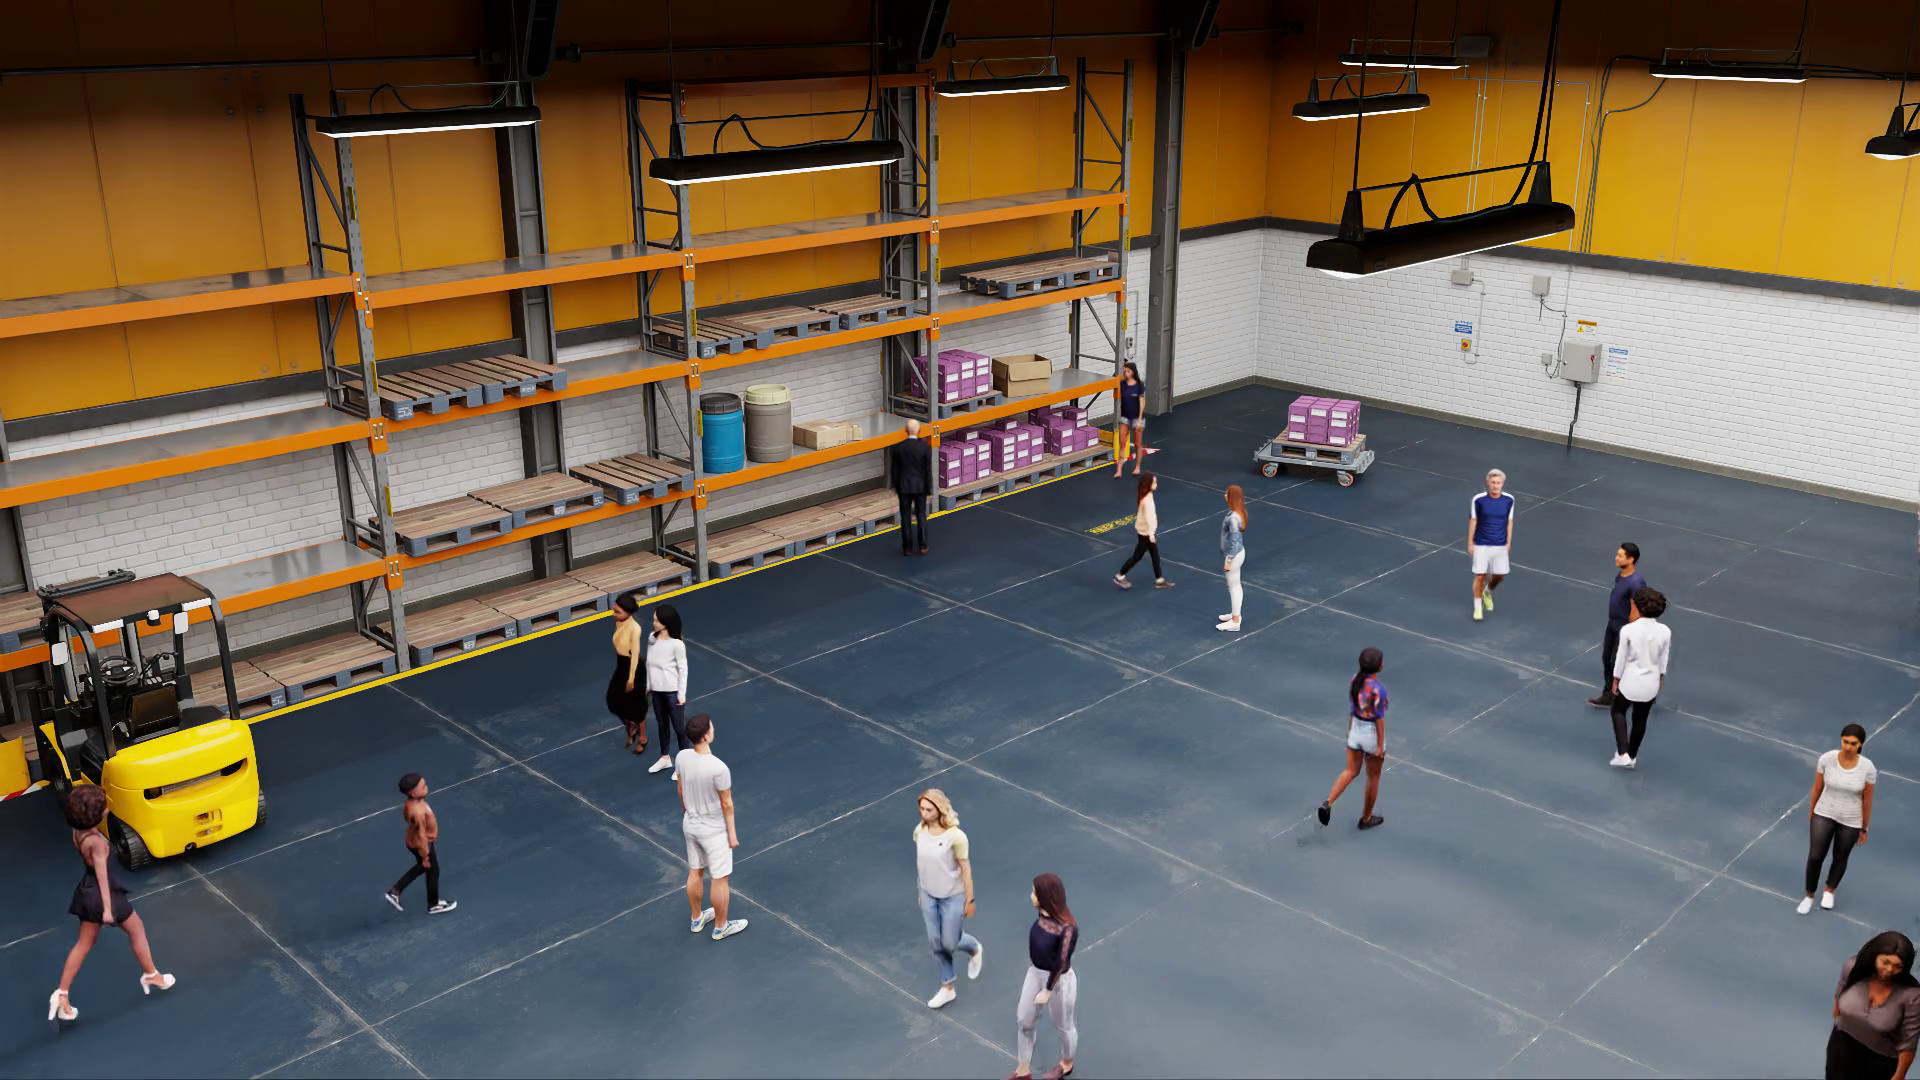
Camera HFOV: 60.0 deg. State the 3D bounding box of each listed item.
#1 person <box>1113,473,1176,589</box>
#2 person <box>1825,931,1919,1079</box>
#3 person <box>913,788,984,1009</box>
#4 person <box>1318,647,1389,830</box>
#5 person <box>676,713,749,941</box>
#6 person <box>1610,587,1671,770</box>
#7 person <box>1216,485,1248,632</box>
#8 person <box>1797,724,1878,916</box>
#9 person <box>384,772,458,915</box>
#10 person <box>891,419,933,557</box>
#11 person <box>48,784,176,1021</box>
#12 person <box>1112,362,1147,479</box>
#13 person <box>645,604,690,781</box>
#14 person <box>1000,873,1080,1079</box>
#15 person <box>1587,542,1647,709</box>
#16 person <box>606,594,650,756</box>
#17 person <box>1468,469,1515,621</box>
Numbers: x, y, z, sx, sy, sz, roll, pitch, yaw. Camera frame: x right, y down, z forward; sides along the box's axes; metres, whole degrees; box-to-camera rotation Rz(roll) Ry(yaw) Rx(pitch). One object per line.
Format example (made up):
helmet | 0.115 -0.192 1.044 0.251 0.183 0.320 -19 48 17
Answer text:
person | 2.190 -0.083 20.166 0.993 1.451 0.999 3 19 8
person | 5.561 3.106 10.155 1.008 1.796 0.650 -15 24 -37
person | -0.071 2.535 11.992 0.733 1.706 0.853 11 21 29
person | 3.422 1.743 14.319 0.994 1.722 0.734 -11 21 -29
person | -1.951 2.190 12.782 0.721 1.856 0.641 12 22 32
person | 6.324 1.326 15.434 0.825 1.801 0.879 2 19 7
person | 3.129 0.197 18.943 0.750 1.700 0.622 5 19 14
person | 6.980 2.186 13.193 0.678 1.600 0.789 10 21 28
person | -4.306 2.408 13.094 0.811 1.243 0.635 -10 21 -28
person | -0.639 -0.656 21.333 0.829 1.792 0.888 0 19 1
person | -6.168 2.593 11.750 0.642 1.749 1.103 14 23 35
person | 2.615 -1.796 24.818 0.800 1.729 1.071 9 20 24
person | -2.696 1.382 15.423 0.651 1.701 0.597 12 22 32
person | 0.666 2.922 11.030 0.863 1.586 0.716 -10 21 -27
person | 6.760 0.888 16.771 1.003 1.777 0.935 -1 19 -2
person | -3.067 1.271 15.841 0.589 1.645 0.569 -17 25 -41
person | 6.123 0.053 19.280 0.811 1.759 0.866 1 19 4
